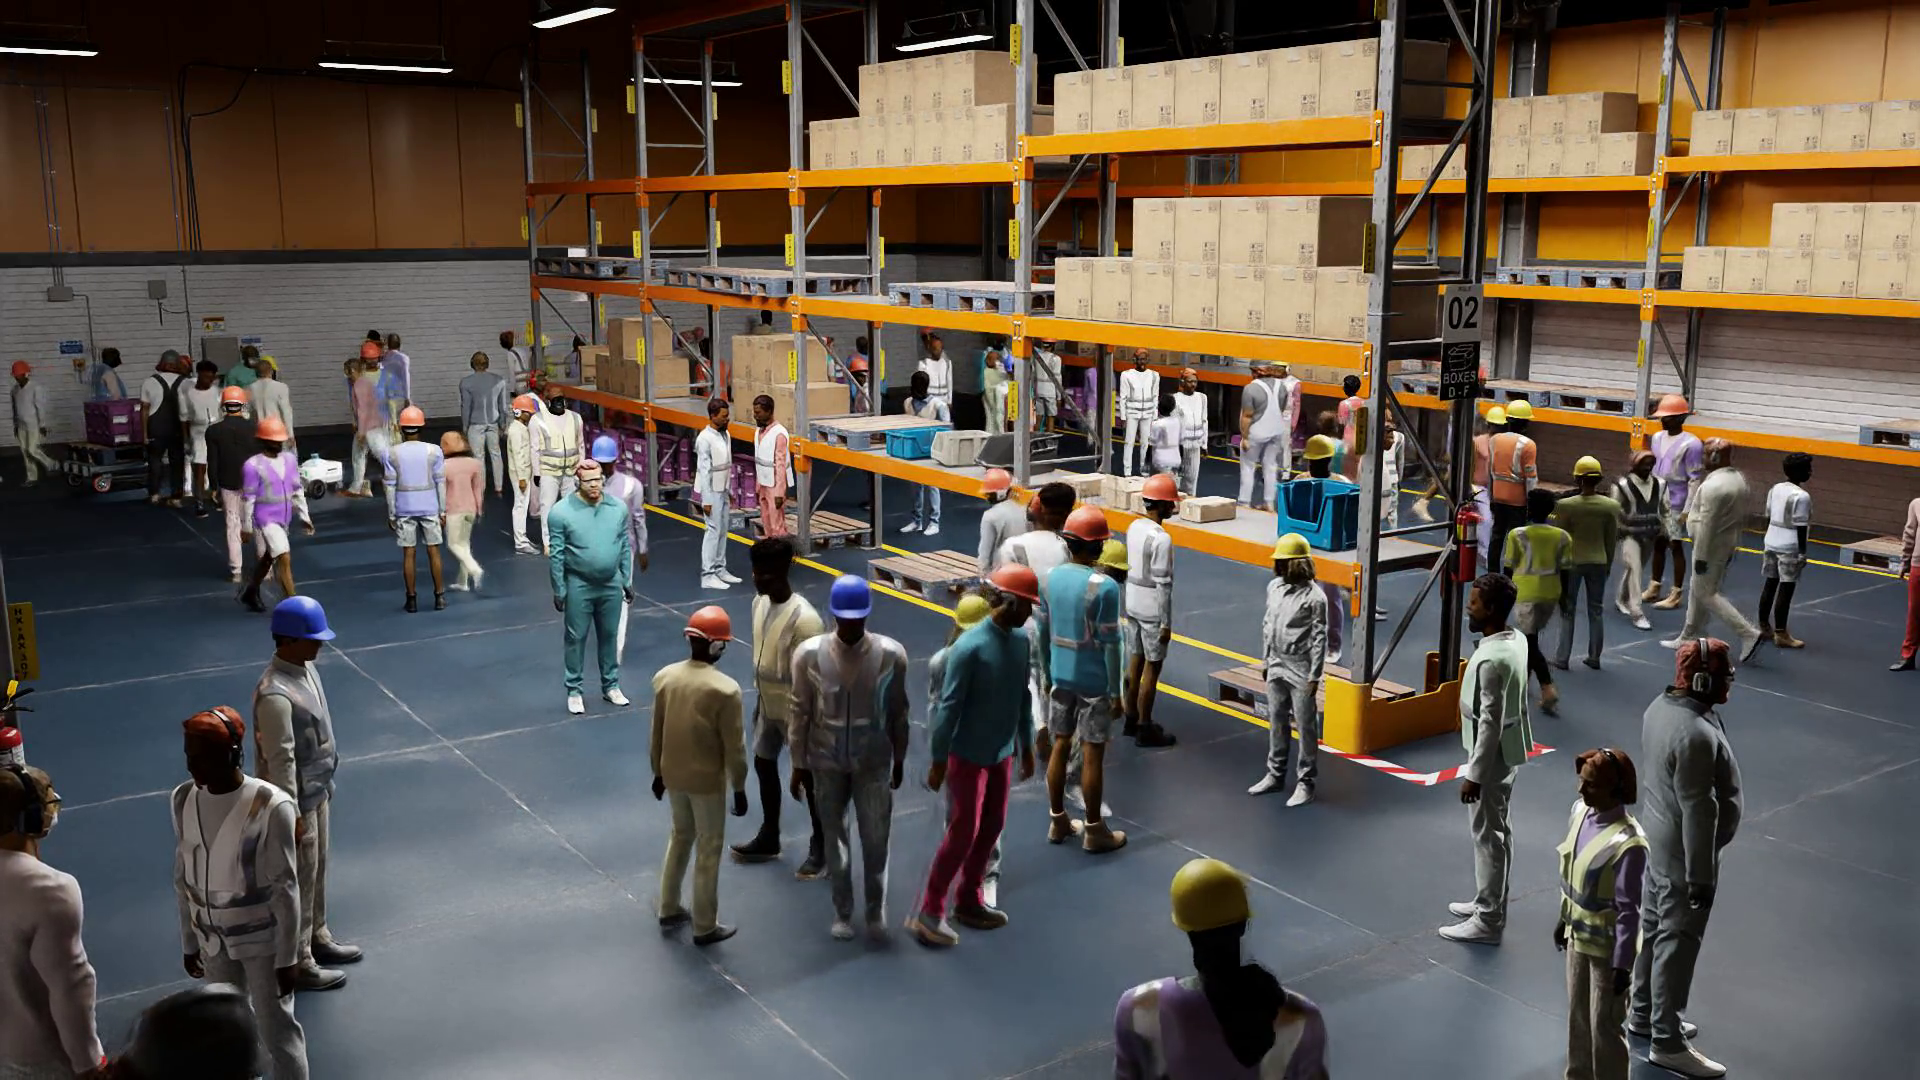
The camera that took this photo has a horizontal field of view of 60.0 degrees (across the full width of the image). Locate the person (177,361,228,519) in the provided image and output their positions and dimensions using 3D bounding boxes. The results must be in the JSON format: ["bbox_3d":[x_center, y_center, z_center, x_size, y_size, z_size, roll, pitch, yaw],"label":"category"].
[{"bbox_3d":[-9.340,-1.270,20.660,0.605,1.917,0.733,-8,14,-37],"label":"person"}]

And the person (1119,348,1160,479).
[{"bbox_3d":[2.482,-1.711,23.015,0.576,1.882,0.355,-2,11,-12],"label":"person"}]

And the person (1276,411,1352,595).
[{"bbox_3d":[3.576,-0.384,16.485,0.527,1.780,0.949,-6,13,-29],"label":"person"}]

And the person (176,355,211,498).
[{"bbox_3d":[-10.115,-1.480,21.824,0.573,1.887,0.355,1,11,4],"label":"person"}]

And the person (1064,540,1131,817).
[{"bbox_3d":[0.896,0.844,10.348,0.649,1.707,0.505,10,15,42],"label":"person"}]

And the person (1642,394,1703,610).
[{"bbox_3d":[6.664,-0.359,15.691,0.396,2.038,0.614,-4,12,-19],"label":"person"}]

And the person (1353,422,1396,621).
[{"bbox_3d":[3.775,-0.177,15.289,0.395,1.836,0.561,2,11,12],"label":"person"}]

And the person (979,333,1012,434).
[{"bbox_3d":[0.689,-2.475,27.130,0.642,1.802,0.927,-9,15,-40],"label":"person"}]

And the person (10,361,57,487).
[{"bbox_3d":[-12.743,-1.592,22.767,0.586,1.731,0.414,4,12,21],"label":"person"}]

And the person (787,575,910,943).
[{"bbox_3d":[-0.567,1.120,8.418,0.619,1.930,0.513,0,11,0],"label":"person"}]

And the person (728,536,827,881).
[{"bbox_3d":[-0.997,0.930,9.347,0.450,1.948,0.676,-8,14,-36],"label":"person"}]

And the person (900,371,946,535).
[{"bbox_3d":[-0.416,-1.018,19.383,0.590,1.917,0.396,9,14,37],"label":"person"}]

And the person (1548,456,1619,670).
[{"bbox_3d":[5.087,0.190,13.606,0.525,1.760,0.334,0,11,-2],"label":"person"}]

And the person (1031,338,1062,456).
[{"bbox_3d":[1.361,-2.258,25.705,0.546,1.928,0.382,9,14,38],"label":"person"}]

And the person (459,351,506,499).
[{"bbox_3d":[-6.244,-1.501,21.794,0.635,1.939,0.361,-10,15,-41],"label":"person"}]

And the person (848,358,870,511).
[{"bbox_3d":[-1.218,-1.328,20.973,0.422,1.924,0.581,-2,11,-9],"label":"person"}]

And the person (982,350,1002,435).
[{"bbox_3d":[0.523,-2.146,25.905,0.325,1.629,0.514,6,13,28],"label":"person"}]

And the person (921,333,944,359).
[{"bbox_3d":[-0.377,-2.392,26.644,0.498,1.829,0.529,4,12,19],"label":"person"}]

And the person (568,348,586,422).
[{"bbox_3d":[-6.055,-2.248,26.421,0.514,1.629,0.322,8,13,34],"label":"person"}]

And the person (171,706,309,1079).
[{"bbox_3d":[-2.763,1.542,6.395,0.568,1.878,0.350,4,12,19],"label":"person"}]

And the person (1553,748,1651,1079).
[{"bbox_3d":[2.555,1.615,6.648,0.314,1.633,0.521,-1,11,-4],"label":"person"}]

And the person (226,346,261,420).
[{"bbox_3d":[-10.150,-1.856,23.828,0.657,1.875,1.044,-9,15,-40],"label":"person"}]

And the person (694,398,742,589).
[{"bbox_3d":[-2.445,-0.464,16.579,0.386,1.909,0.596,3,11,13],"label":"person"}]

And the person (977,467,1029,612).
[{"bbox_3d":[0.368,0.278,13.217,0.561,1.727,0.602,8,14,37],"label":"person"}]

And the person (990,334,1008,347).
[{"bbox_3d":[0.640,-2.675,28.048,0.374,1.841,0.574,3,11,15],"label":"person"}]

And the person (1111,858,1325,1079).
[{"bbox_3d":[0.725,1.853,4.744,0.597,1.898,0.506,3,11,15],"label":"person"}]

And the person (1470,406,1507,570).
[{"bbox_3d":[5.581,-0.584,17.656,0.532,1.733,0.836,-2,11,-9],"label":"person"}]

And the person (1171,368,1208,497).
[{"bbox_3d":[2.745,-1.142,20.128,0.575,1.876,0.343,-5,12,-25],"label":"person"}]

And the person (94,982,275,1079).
[{"bbox_3d":[-1.839,1.958,3.834,0.808,2.000,0.545,2,11,12],"label":"person"}]

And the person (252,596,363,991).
[{"bbox_3d":[-3.147,1.209,7.960,0.419,1.933,0.615,-2,11,-10],"label":"person"}]

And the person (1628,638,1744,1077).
[{"bbox_3d":[3.180,1.355,7.262,0.409,1.908,0.639,1,11,7],"label":"person"}]

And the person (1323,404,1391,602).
[{"bbox_3d":[3.874,-0.396,16.114,0.521,1.952,0.675,4,12,21],"label":"person"}]

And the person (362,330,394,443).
[{"bbox_3d":[-9.447,-2.472,26.985,0.504,1.861,0.328,-9,14,-39],"label":"person"}]

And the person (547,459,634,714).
[{"bbox_3d":[-2.739,0.339,12.460,0.646,1.907,0.401,-7,13,-34],"label":"person"}]

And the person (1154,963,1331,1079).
[{"bbox_3d":[0.780,1.965,4.712,0.542,1.686,0.420,0,11,2],"label":"person"}]

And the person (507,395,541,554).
[{"bbox_3d":[-4.796,-0.725,18.319,0.337,1.743,0.560,-2,11,-10],"label":"person"}]

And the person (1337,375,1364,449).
[{"bbox_3d":[4.970,-1.248,21.144,0.536,1.693,0.319,-10,15,-42],"label":"person"}]

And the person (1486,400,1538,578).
[{"bbox_3d":[5.386,-0.405,16.219,0.369,1.927,0.587,-6,13,-29],"label":"person"}]

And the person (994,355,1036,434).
[{"bbox_3d":[0.751,-1.422,21.426,0.637,1.913,0.536,-7,13,-33],"label":"person"}]

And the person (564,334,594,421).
[{"bbox_3d":[-5.953,-2.310,26.173,0.507,1.847,0.351,1,11,5],"label":"person"}]
